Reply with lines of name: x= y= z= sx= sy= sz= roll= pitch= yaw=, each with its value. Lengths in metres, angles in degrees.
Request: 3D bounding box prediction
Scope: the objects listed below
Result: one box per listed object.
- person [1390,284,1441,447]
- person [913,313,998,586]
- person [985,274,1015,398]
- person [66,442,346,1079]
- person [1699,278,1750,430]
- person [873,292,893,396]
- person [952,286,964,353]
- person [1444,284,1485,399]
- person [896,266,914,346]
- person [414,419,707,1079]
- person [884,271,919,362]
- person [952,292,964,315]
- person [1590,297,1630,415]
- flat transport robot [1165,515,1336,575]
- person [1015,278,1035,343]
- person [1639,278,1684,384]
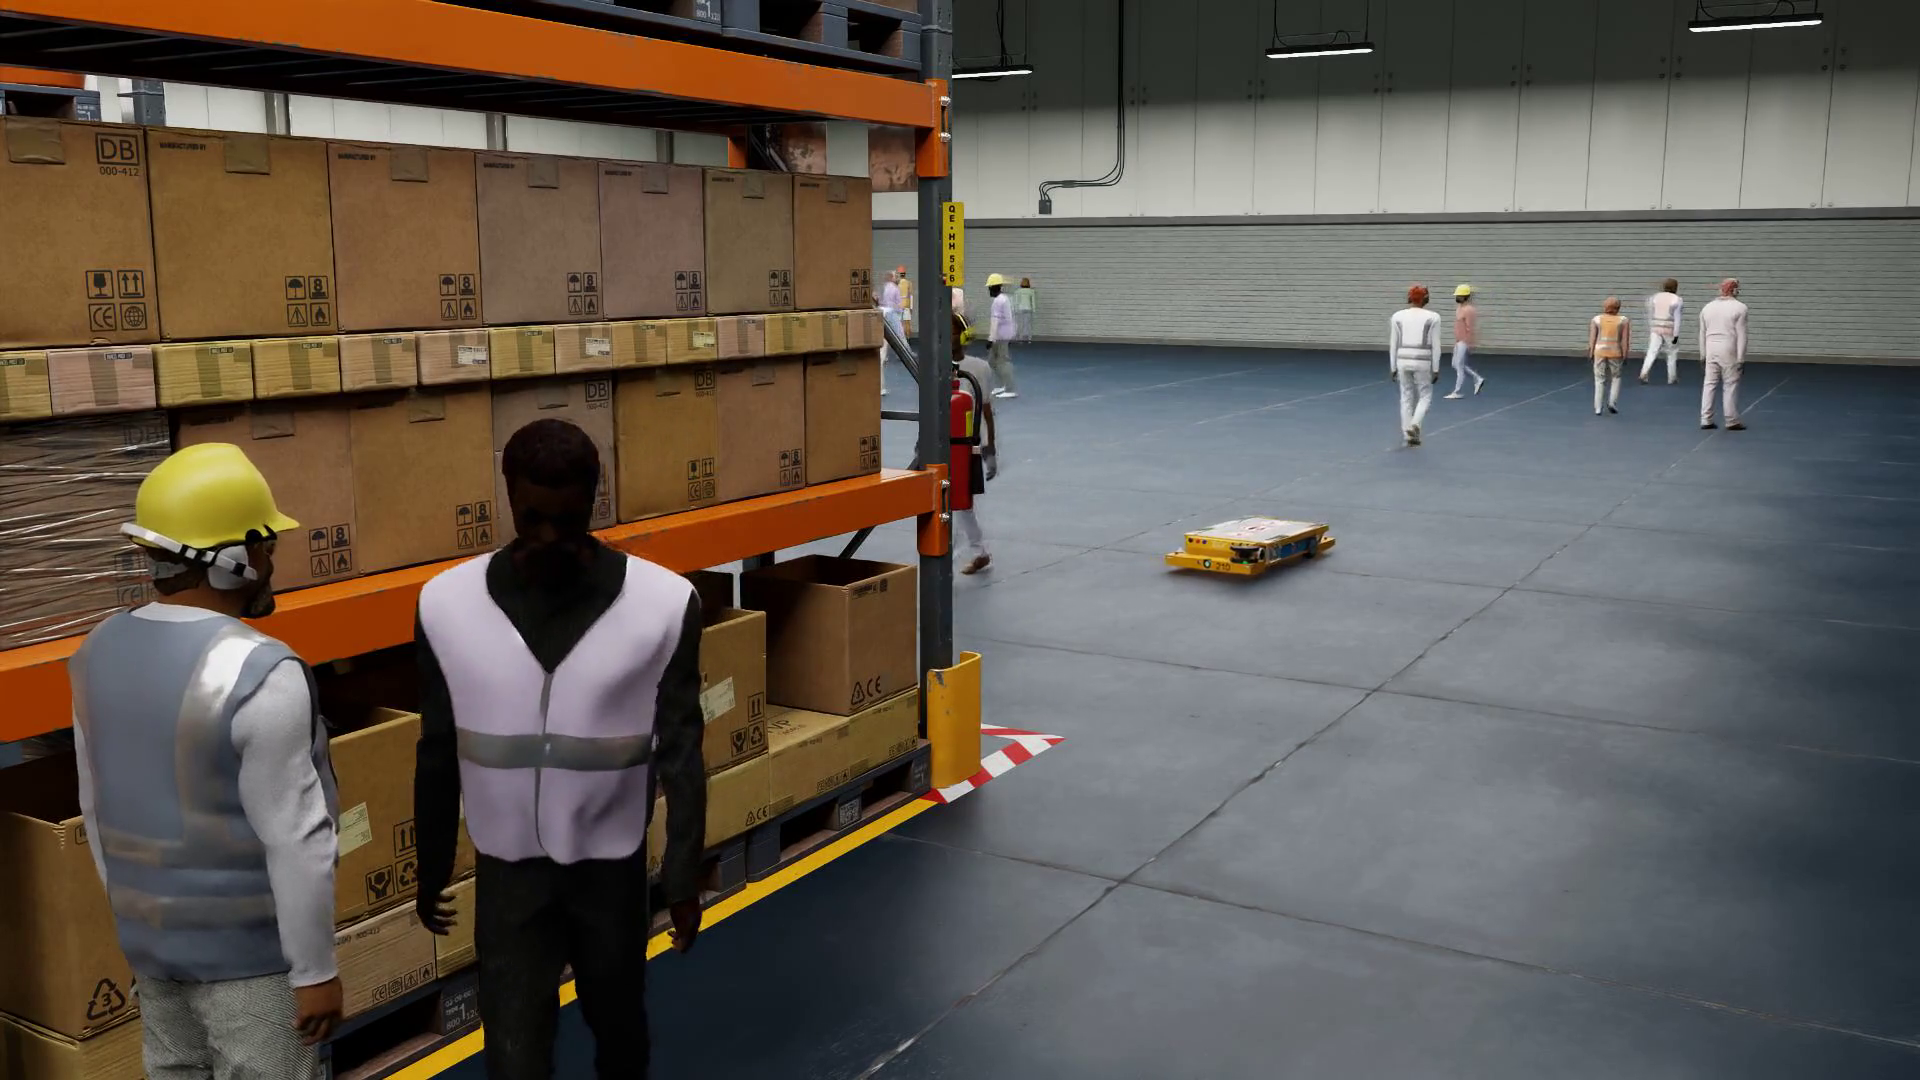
person: x=5.153 y=-1.967 z=18.873 sx=0.577 sy=1.871 sz=0.461 roll=6 pitch=11 yaw=30
person: x=-0.038 y=-0.608 z=11.078 sx=0.541 sy=1.814 sz=1.009 roll=7 pitch=12 yaw=34
person: x=0.602 y=-3.135 z=25.607 sx=0.609 sy=1.904 sz=0.599 roll=1 pitch=10 yaw=7
person: x=-1.387 y=0.731 z=3.166 sx=0.591 sy=1.834 sz=0.404 roll=5 pitch=11 yaw=29
person: x=9.594 y=-2.322 z=20.843 sx=0.400 sy=1.906 sz=0.649 roll=-6 pitch=11 yaw=-30
person: x=-1.315 y=-3.027 z=25.787 sx=0.529 sy=1.605 sz=0.642 roll=5 pitch=11 yaw=25
person: x=-0.142 y=-5.099 z=37.495 sx=0.523 sy=1.769 sz=0.319 roll=4 pitch=10 yaw=20
person: x=7.729 y=-3.025 z=25.375 sx=0.573 sy=1.750 sz=0.540 roll=-1 pitch=10 yaw=-4
person: x=-1.398 y=-5.649 z=40.207 sx=0.545 sy=1.941 sz=0.350 roll=-2 pitch=10 yaw=-12
person: x=-0.848 y=0.650 z=3.566 sx=0.621 sy=1.871 sz=0.929 roll=-1 pitch=10 yaw=-7
person: x=-1.268 y=-4.579 z=34.165 sx=0.960 sy=1.855 sz=0.673 roll=-1 pitch=10 yaw=-5
person: x=-0.270 y=-3.094 z=25.422 sx=0.669 sy=1.882 sz=0.462 roll=2 pitch=10 yaw=11
person: x=8.926 y=-2.529 z=22.883 sx=0.524 sy=1.622 sz=0.523 roll=5 pitch=11 yaw=29
flat transport robot: x=2.099 y=0.021 z=11.891 sx=0.652 sy=0.197 sz=1.431 roll=7 pitch=12 yaw=35
person: x=1.634 y=-5.745 z=41.657 sx=0.507 sy=1.636 sz=0.274 roll=-1 pitch=10 yaw=-5
person: x=11.948 y=-3.537 z=28.258 sx=0.921 sy=1.811 sz=0.631 roll=-8 pitch=12 yaw=-38
